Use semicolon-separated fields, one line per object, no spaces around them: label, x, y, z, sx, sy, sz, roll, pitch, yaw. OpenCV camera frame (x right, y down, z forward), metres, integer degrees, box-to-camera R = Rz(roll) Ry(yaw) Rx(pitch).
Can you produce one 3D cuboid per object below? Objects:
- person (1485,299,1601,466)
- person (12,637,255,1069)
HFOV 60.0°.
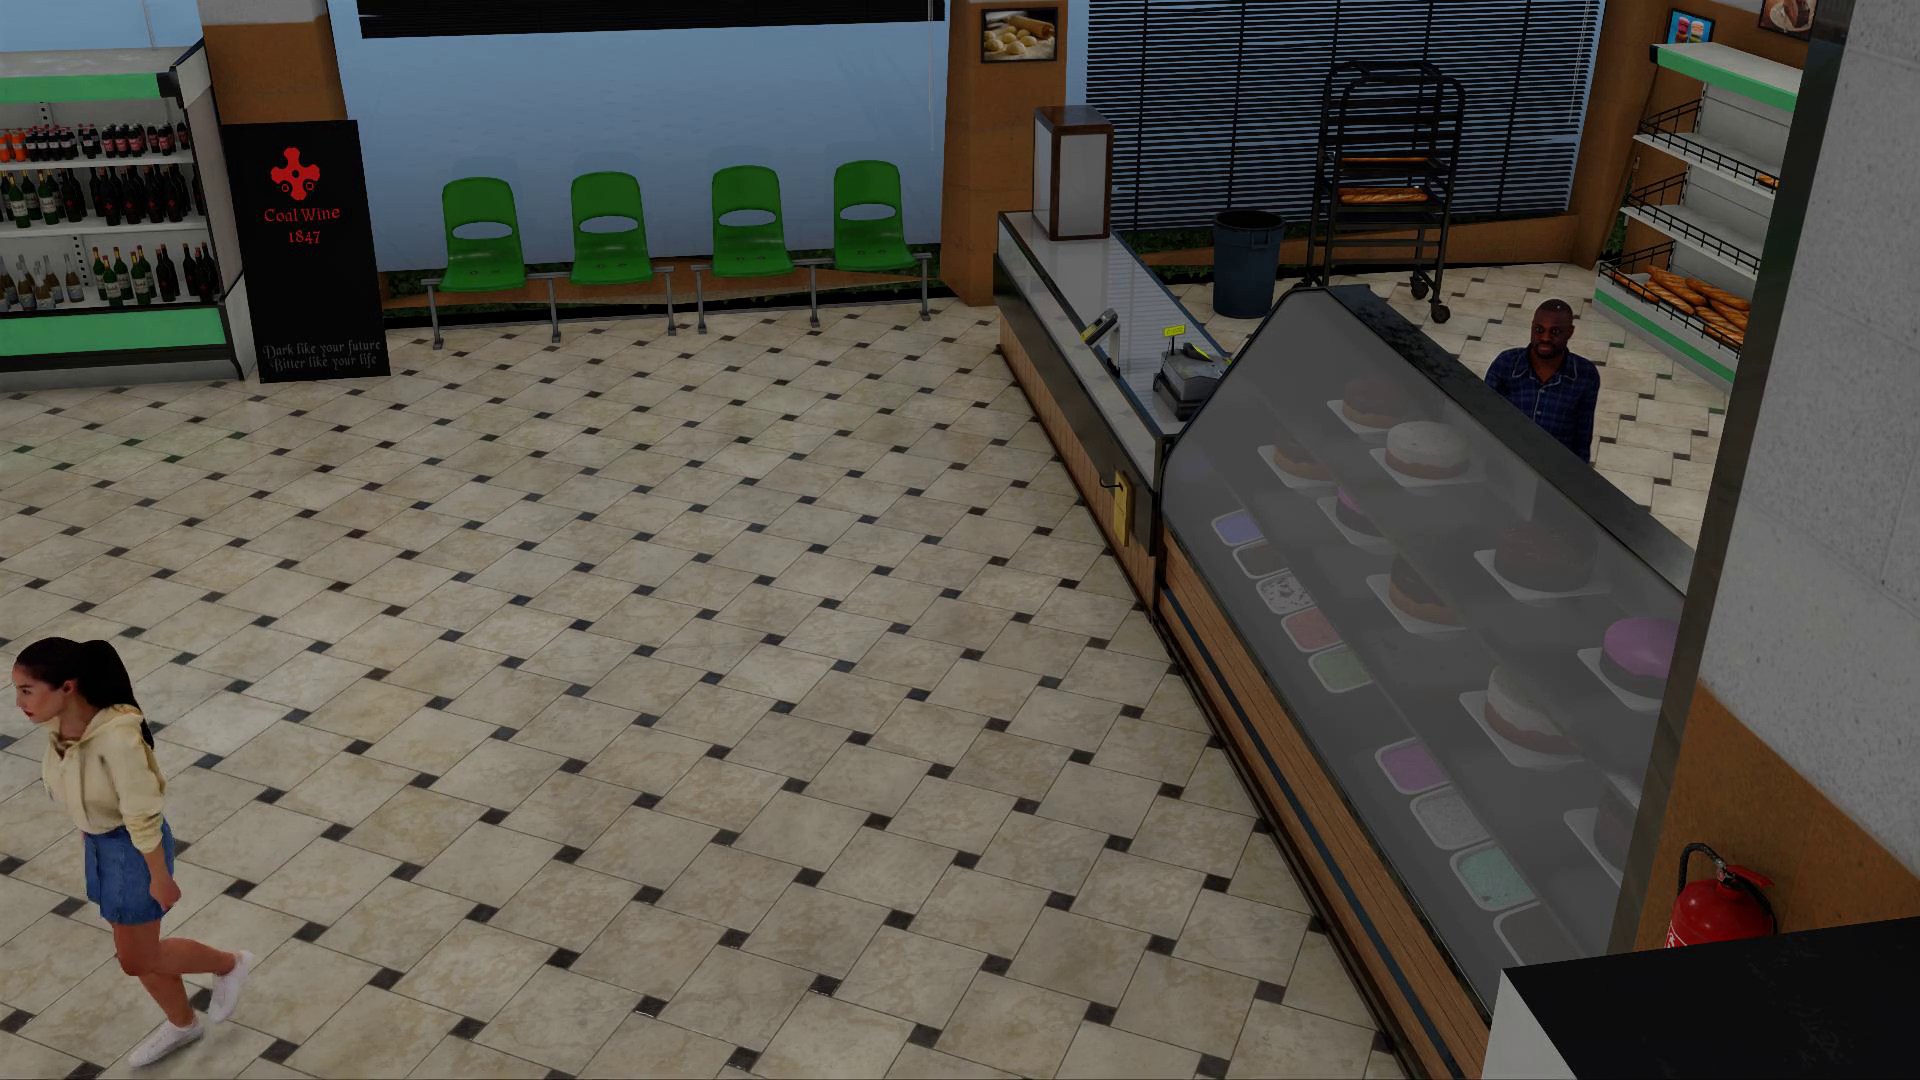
person;2.579;-0.227;7.576;0.729;1.824;0.842;9;28;18
person;-2.623;0.983;5.416;0.810;1.619;0.869;18;32;31
